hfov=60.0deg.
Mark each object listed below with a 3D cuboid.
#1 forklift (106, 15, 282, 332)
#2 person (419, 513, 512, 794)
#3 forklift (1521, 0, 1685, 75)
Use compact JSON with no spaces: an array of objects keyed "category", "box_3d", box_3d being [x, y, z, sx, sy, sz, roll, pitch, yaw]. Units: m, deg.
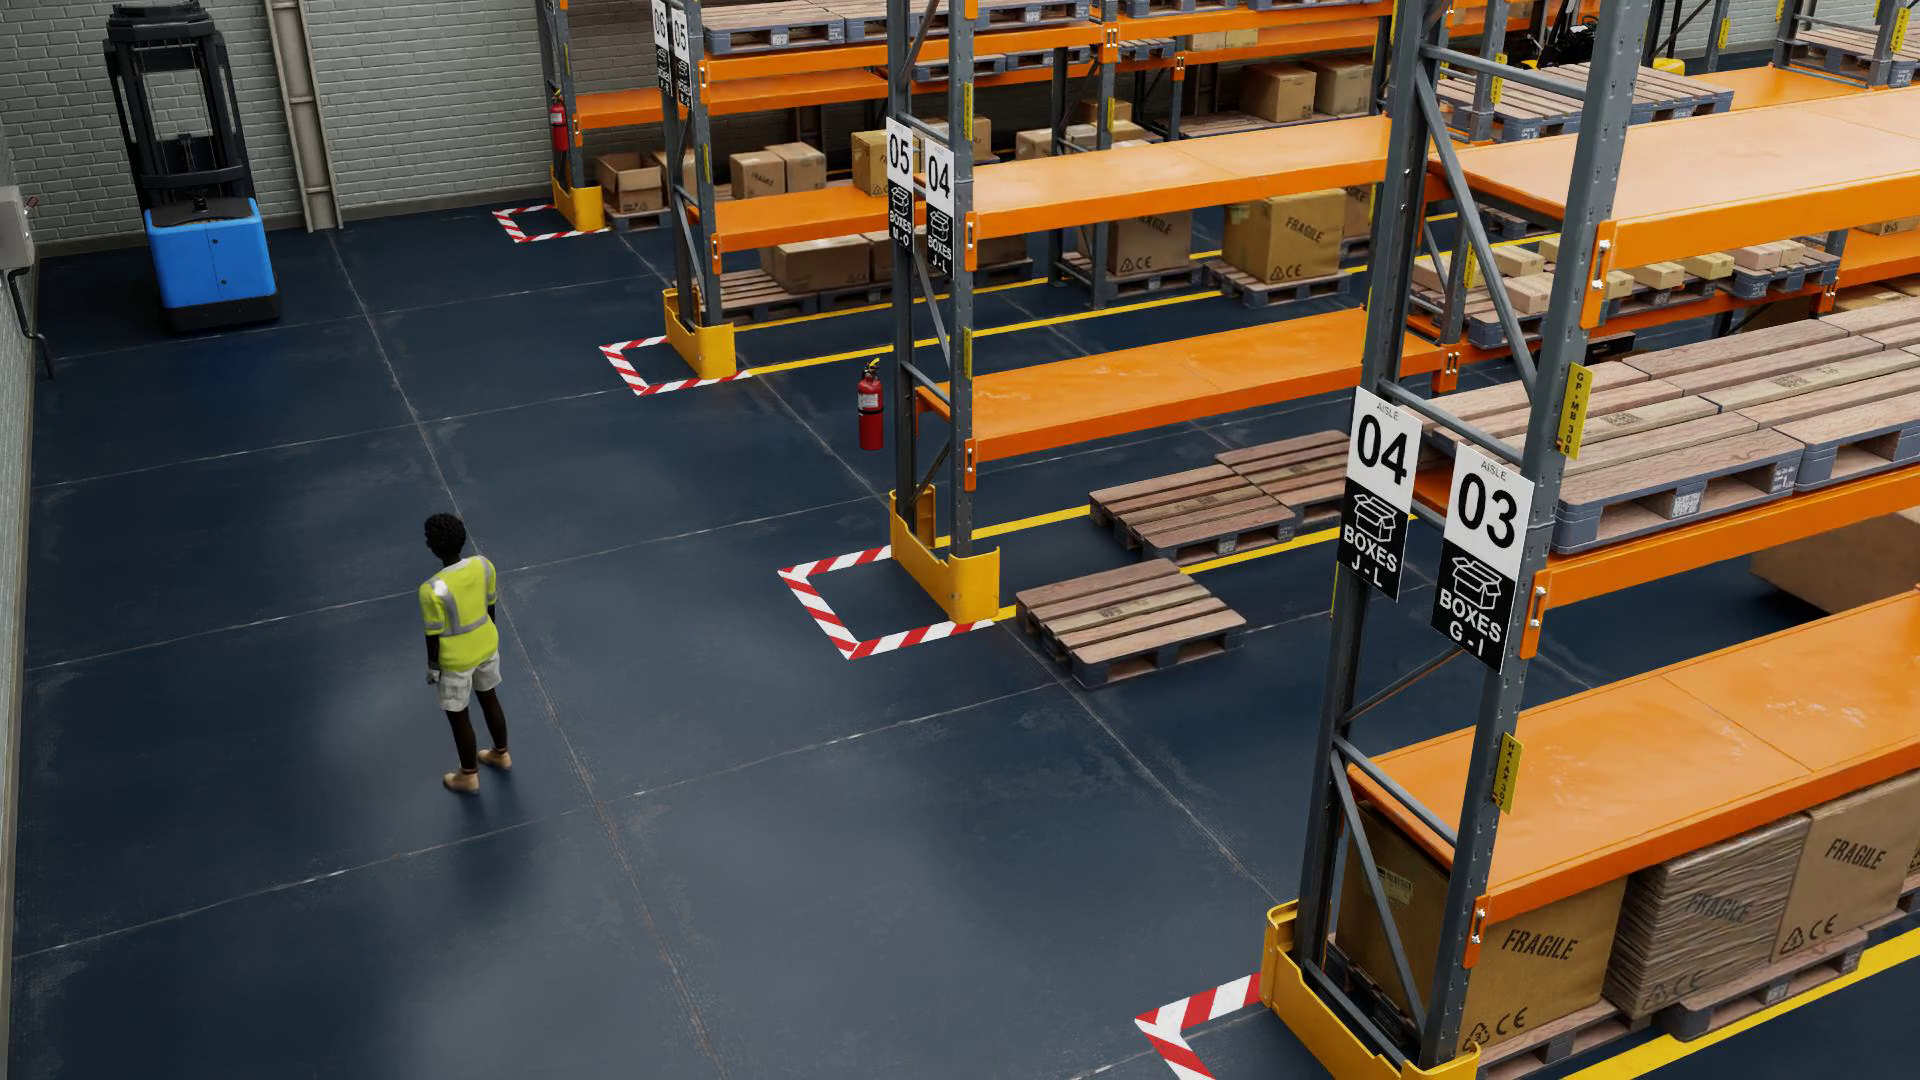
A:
[{"category":"forklift","box_3d":[-7.548,-3.672,16.323,1.129,2.768,1.873,-12,30,-22]},{"category":"person","box_3d":[-2.780,0.630,9.356,0.320,1.686,0.537,13,30,24]},{"category":"forklift","box_3d":[8.950,-6.807,23.056,1.214,2.155,2.313,-12,30,-22]}]
